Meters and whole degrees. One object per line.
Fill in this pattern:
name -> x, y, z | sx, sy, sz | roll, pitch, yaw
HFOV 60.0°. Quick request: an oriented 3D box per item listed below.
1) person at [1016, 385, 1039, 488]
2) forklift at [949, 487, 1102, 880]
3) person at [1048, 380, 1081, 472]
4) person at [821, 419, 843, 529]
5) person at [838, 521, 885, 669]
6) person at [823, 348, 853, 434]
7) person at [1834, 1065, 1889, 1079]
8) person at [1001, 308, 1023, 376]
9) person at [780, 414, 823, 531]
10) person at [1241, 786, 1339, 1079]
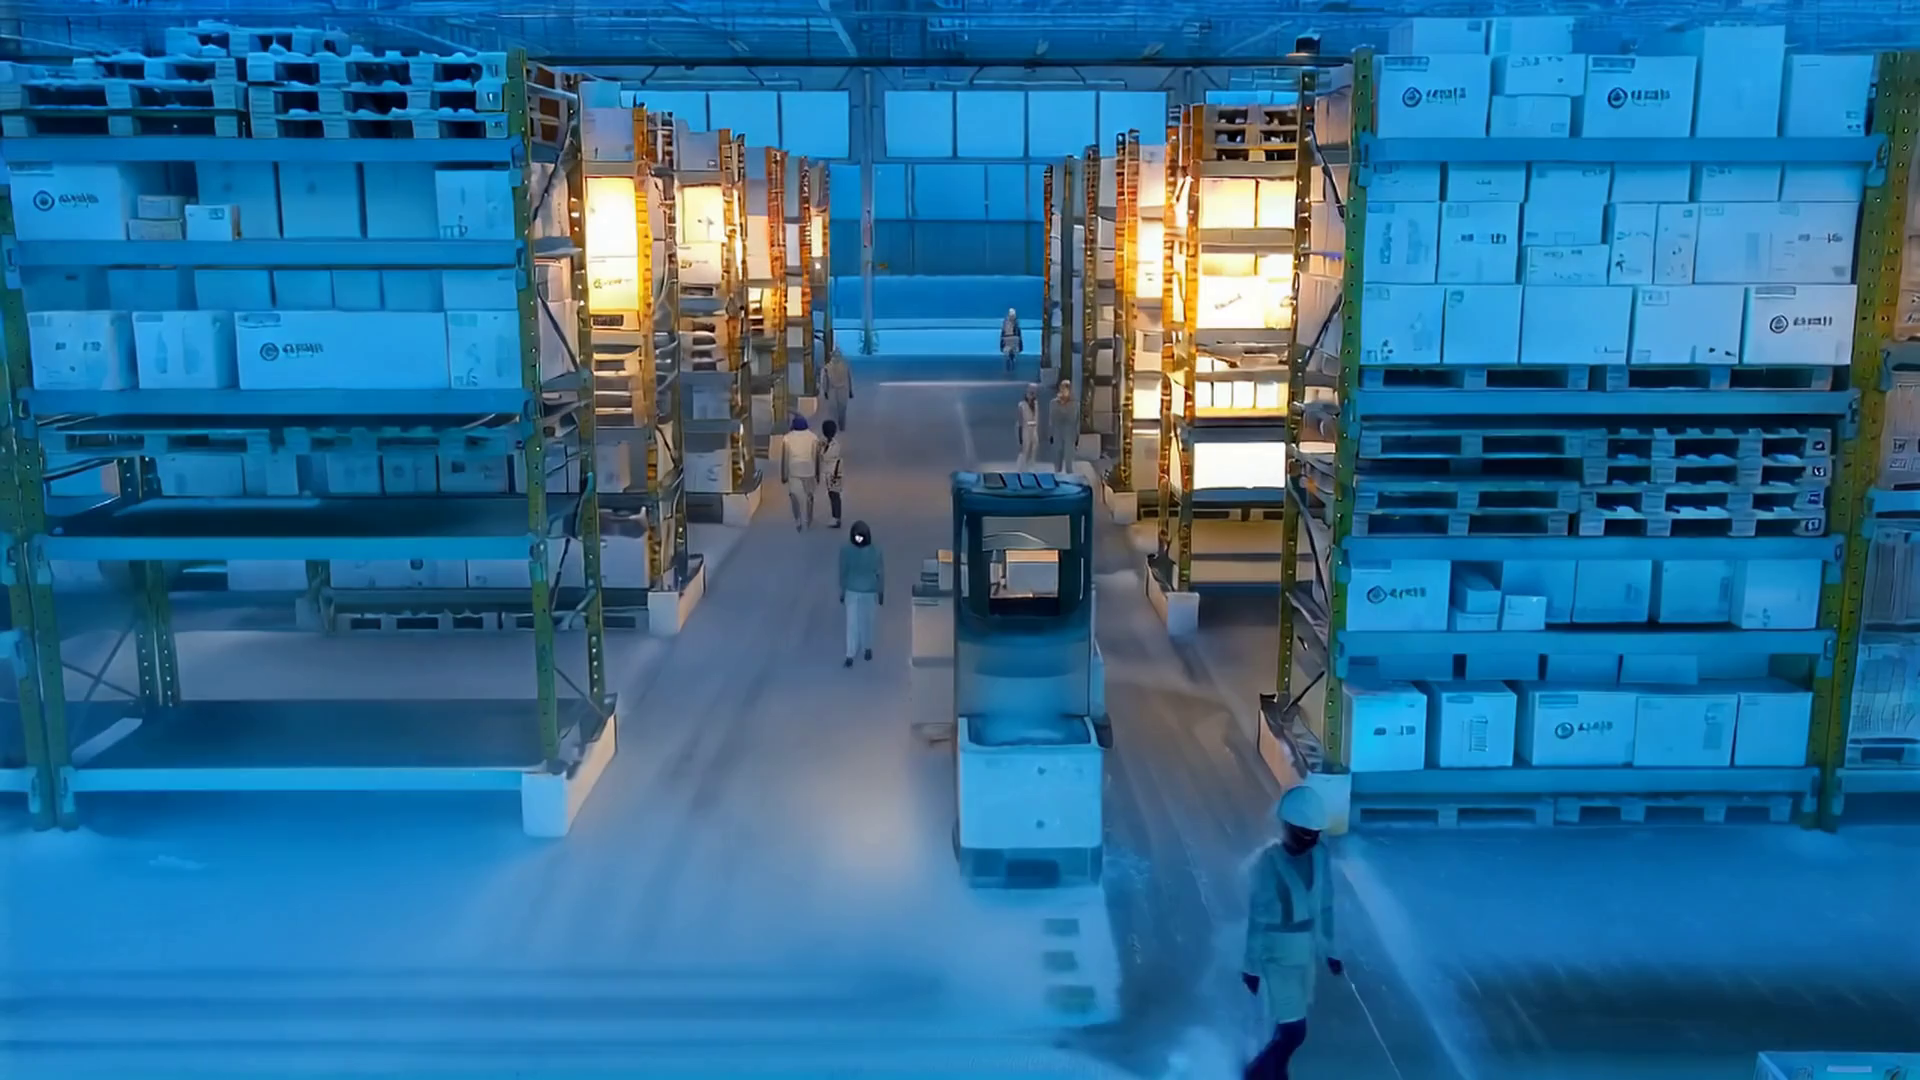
person -> 1.173, -1.800, 29.204 | 0.373, 1.840, 0.572 | 8, 14, 33
forklift -> 0.495, 0.986, 12.813 | 1.129, 2.768, 1.873 | 0, 11, -2
person -> 1.870, -1.889, 29.486 | 0.652, 1.906, 0.404 | -7, 13, -31
person -> -1.986, -1.025, 25.745 | 0.317, 1.691, 0.535 | -4, 12, -20
person -> -1.070, 0.586, 17.986 | 0.518, 1.595, 0.846 | 1, 11, 4
person -> -2.674, -3.300, 36.586 | 0.653, 1.875, 0.890 | -1, 11, -3
person -> 3.487, 2.839, 6.565 | 0.365, 1.686, 0.541 | 0, 11, -1
person -> 1.506, -5.779, 48.589 | 0.622, 2.005, 0.962 | 6, 13, 26
person -> -2.401, -0.991, 25.271 | 0.645, 1.823, 0.677 | -1, 11, -6
person -> 1.802, 2.242, 8.993 | 0.553, 1.922, 0.419 | -10, 15, -42
